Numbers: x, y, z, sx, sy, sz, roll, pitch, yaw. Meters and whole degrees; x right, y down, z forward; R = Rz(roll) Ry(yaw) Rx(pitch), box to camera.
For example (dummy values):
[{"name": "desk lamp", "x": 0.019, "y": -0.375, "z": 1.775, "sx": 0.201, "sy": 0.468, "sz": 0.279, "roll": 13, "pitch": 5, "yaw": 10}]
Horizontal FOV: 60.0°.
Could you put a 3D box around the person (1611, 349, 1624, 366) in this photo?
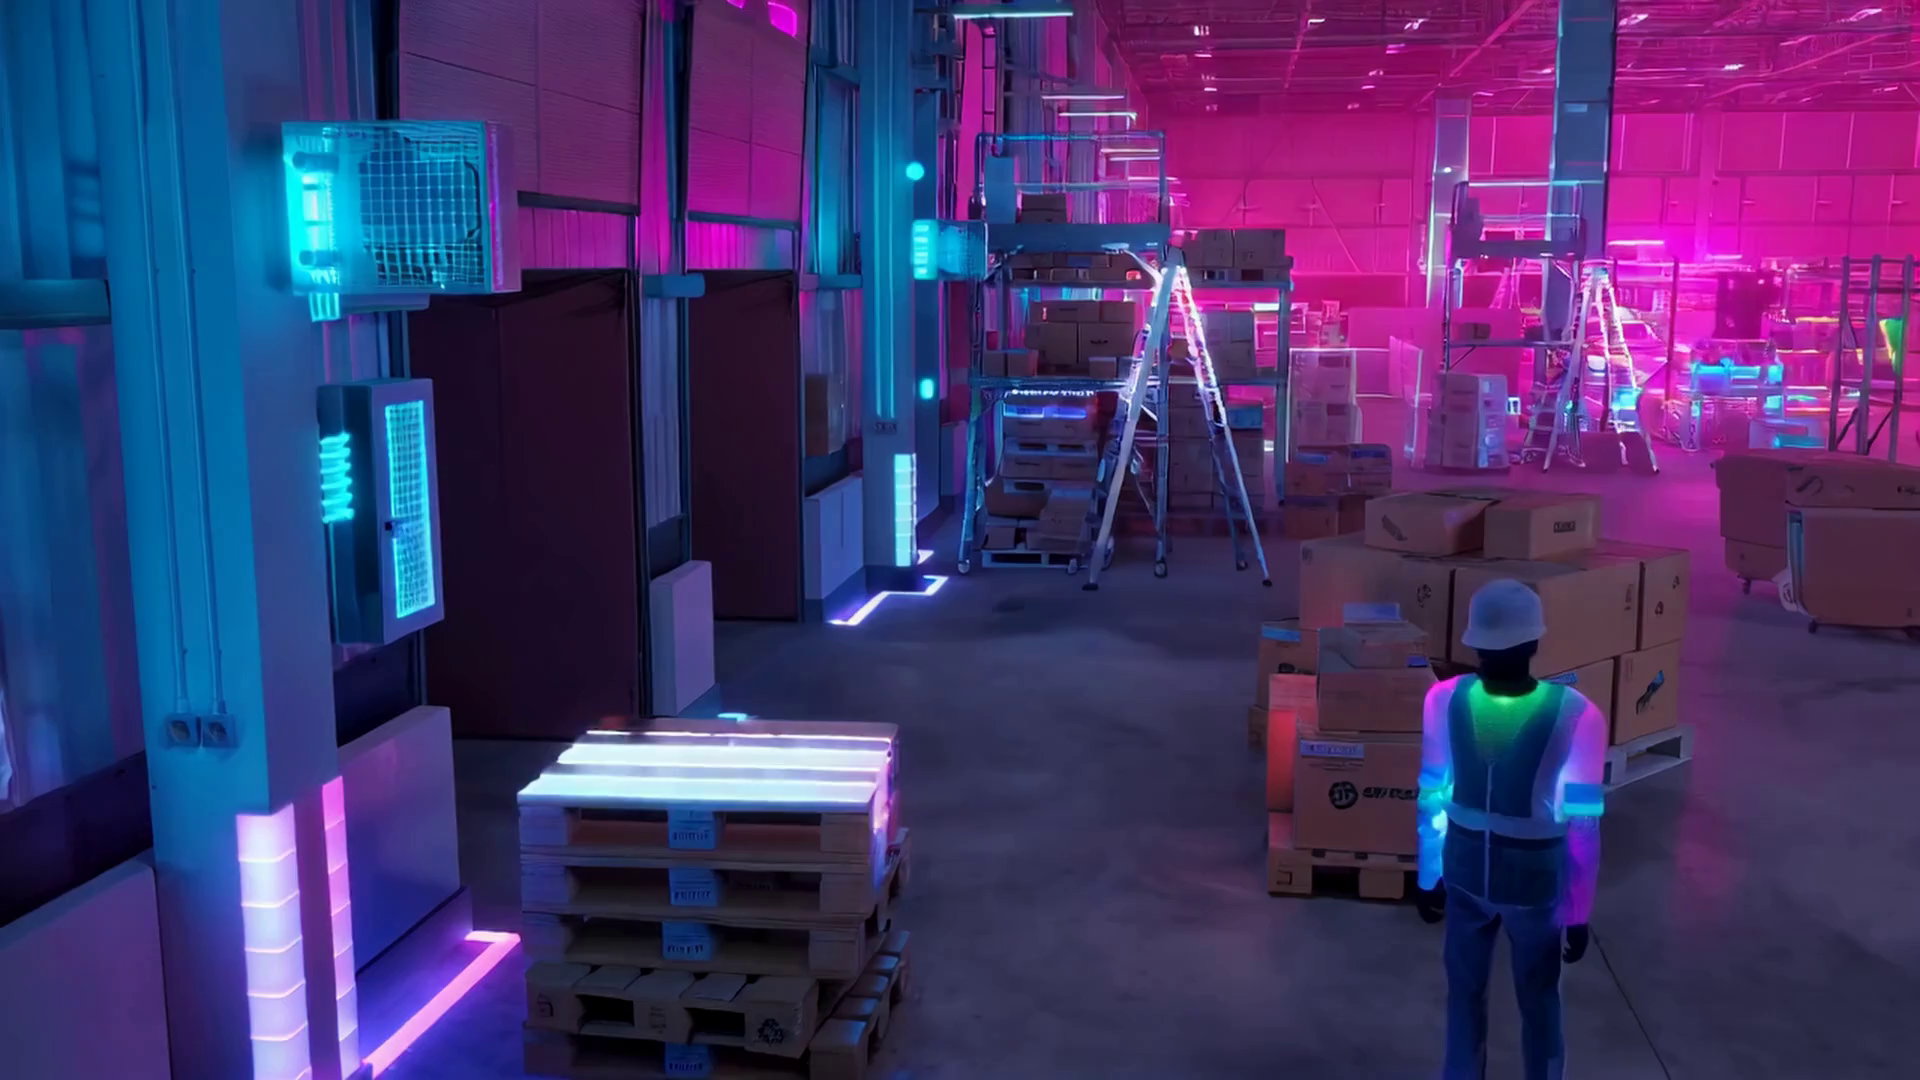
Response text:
[{"name": "person", "x": 14.849, "y": -4.222, "z": 37.749, "sx": 0.547, "sy": 1.924, "sz": 0.616, "roll": 6, "pitch": 11, "yaw": 34}]

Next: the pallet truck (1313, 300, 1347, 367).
[{"name": "pallet truck", "x": 11.159, "y": -6.200, "z": 49.718, "sx": 0.823, "sy": 1.965, "sz": 1.885, "roll": 4, "pitch": 10, "yaw": 26}]

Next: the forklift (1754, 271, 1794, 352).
[{"name": "forklift", "x": 22.986, "y": -6.356, "z": 47.964, "sx": 1.873, "sy": 2.768, "sz": 1.129, "roll": -3, "pitch": 10, "yaw": -17}]

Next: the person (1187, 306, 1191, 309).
[{"name": "person", "x": 6.199, "y": -5.354, "z": 44.721, "sx": 0.544, "sy": 1.930, "sz": 0.388, "roll": -5, "pitch": 11, "yaw": -30}]

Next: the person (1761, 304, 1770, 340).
[{"name": "person", "x": 22.235, "y": -5.577, "z": 46.083, "sx": 0.358, "sy": 1.931, "sz": 0.628, "roll": 4, "pitch": 10, "yaw": 22}]

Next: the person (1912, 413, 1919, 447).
[{"name": "person", "x": 15.677, "y": -2.368, "z": 26.894, "sx": 0.320, "sy": 1.739, "sz": 0.485, "roll": 9, "pitch": 13, "yaw": 43}]

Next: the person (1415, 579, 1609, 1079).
[{"name": "person", "x": 1.687, "y": 1.062, "z": 5.182, "sx": 0.588, "sy": 1.918, "sz": 0.397, "roll": 8, "pitch": 12, "yaw": 40}]

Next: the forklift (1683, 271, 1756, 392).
[{"name": "forklift", "x": 17.864, "y": -4.826, "z": 38.529, "sx": 1.873, "sy": 2.768, "sz": 1.129, "roll": -3, "pitch": 10, "yaw": -16}]

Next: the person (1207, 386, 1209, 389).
[{"name": "person", "x": 5.170, "y": -3.652, "z": 35.137, "sx": 0.313, "sy": 1.634, "sz": 0.514, "roll": -5, "pitch": 11, "yaw": -29}]
